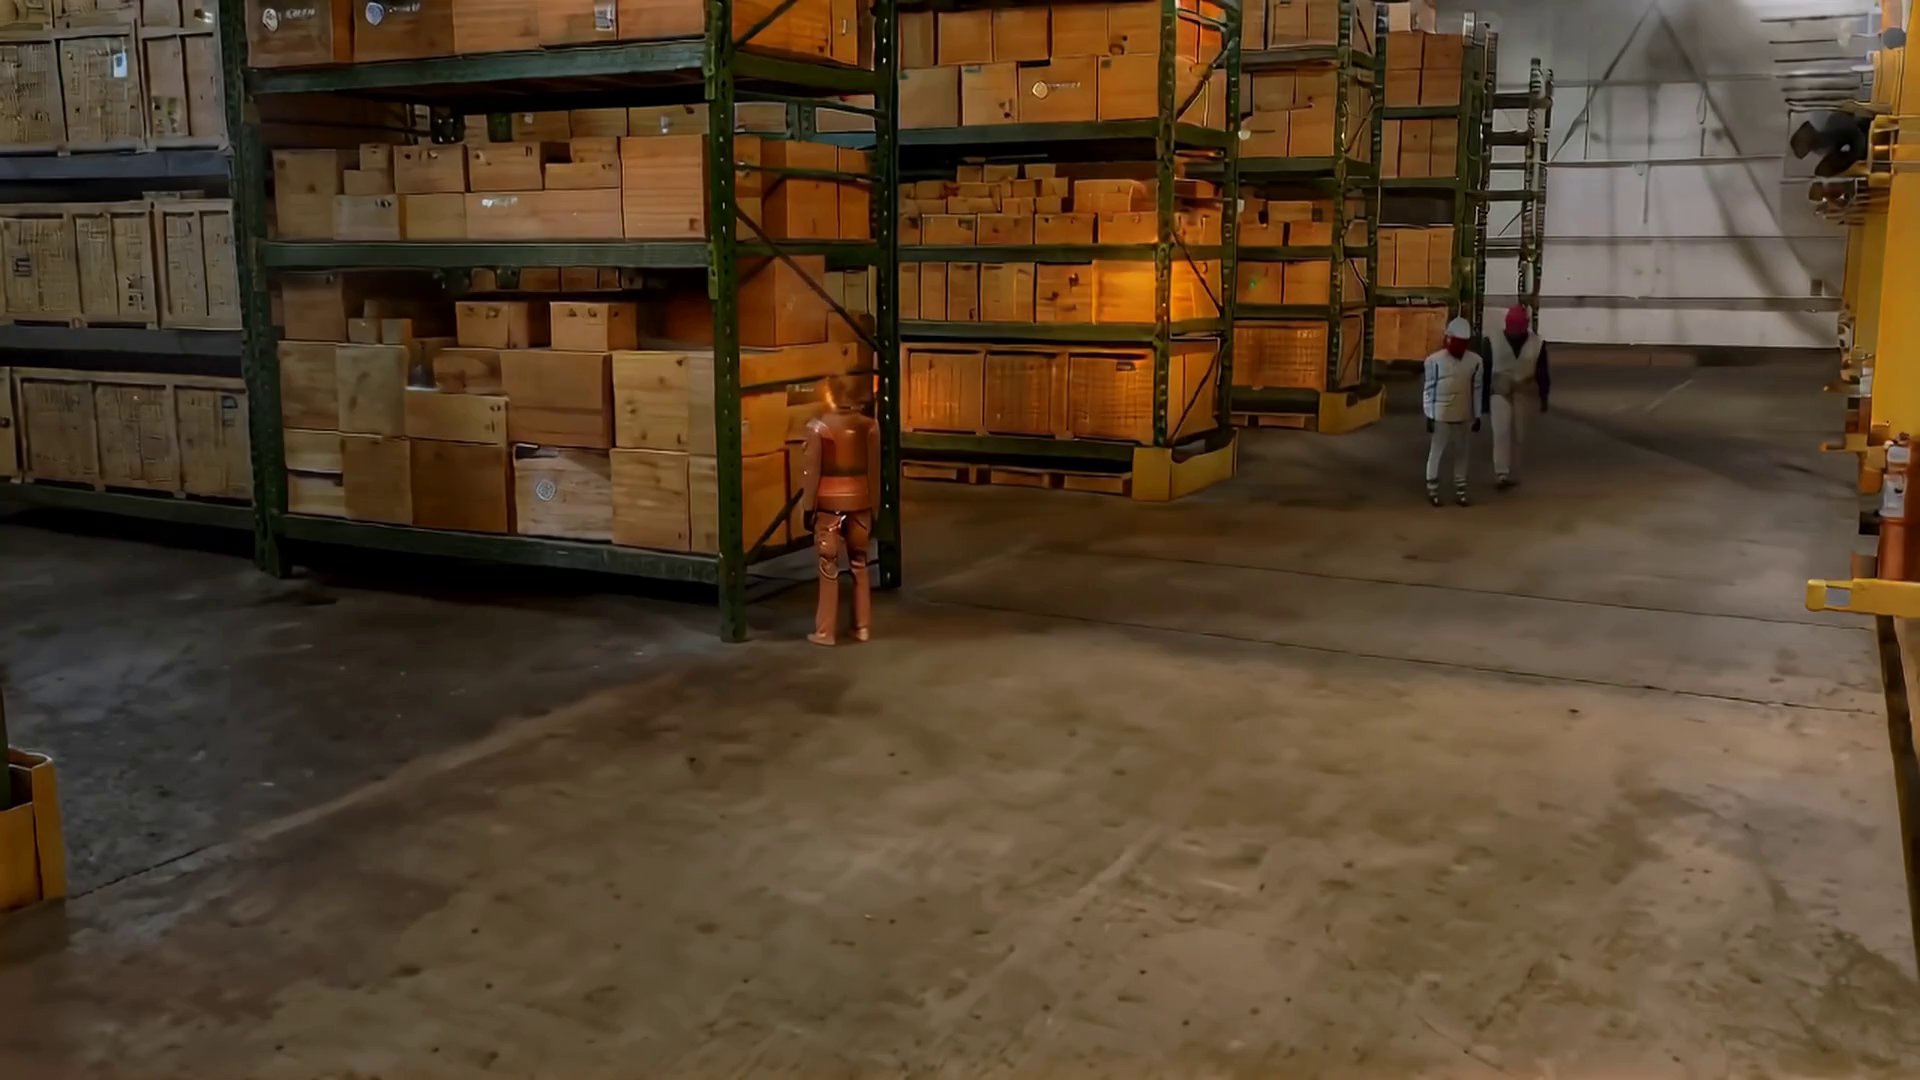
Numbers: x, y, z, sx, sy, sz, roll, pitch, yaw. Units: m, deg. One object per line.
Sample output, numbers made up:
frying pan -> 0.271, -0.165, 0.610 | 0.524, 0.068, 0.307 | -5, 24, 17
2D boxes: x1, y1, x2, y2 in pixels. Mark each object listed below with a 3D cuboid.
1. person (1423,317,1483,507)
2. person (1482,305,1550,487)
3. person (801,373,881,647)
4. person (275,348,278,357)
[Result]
person -> 4.544, -1.172, 15.314 | 0.566, 1.744, 0.350 | -1, 10, -6
person -> 5.533, -1.418, 16.560 | 0.648, 1.800, 0.919 | 2, 10, 9
person -> -0.697, -0.179, 9.903 | 0.524, 1.631, 0.318 | -6, 12, -33
person -> -8.013, -1.984, 19.505 | 0.383, 1.930, 0.540 | -3, 10, -16
